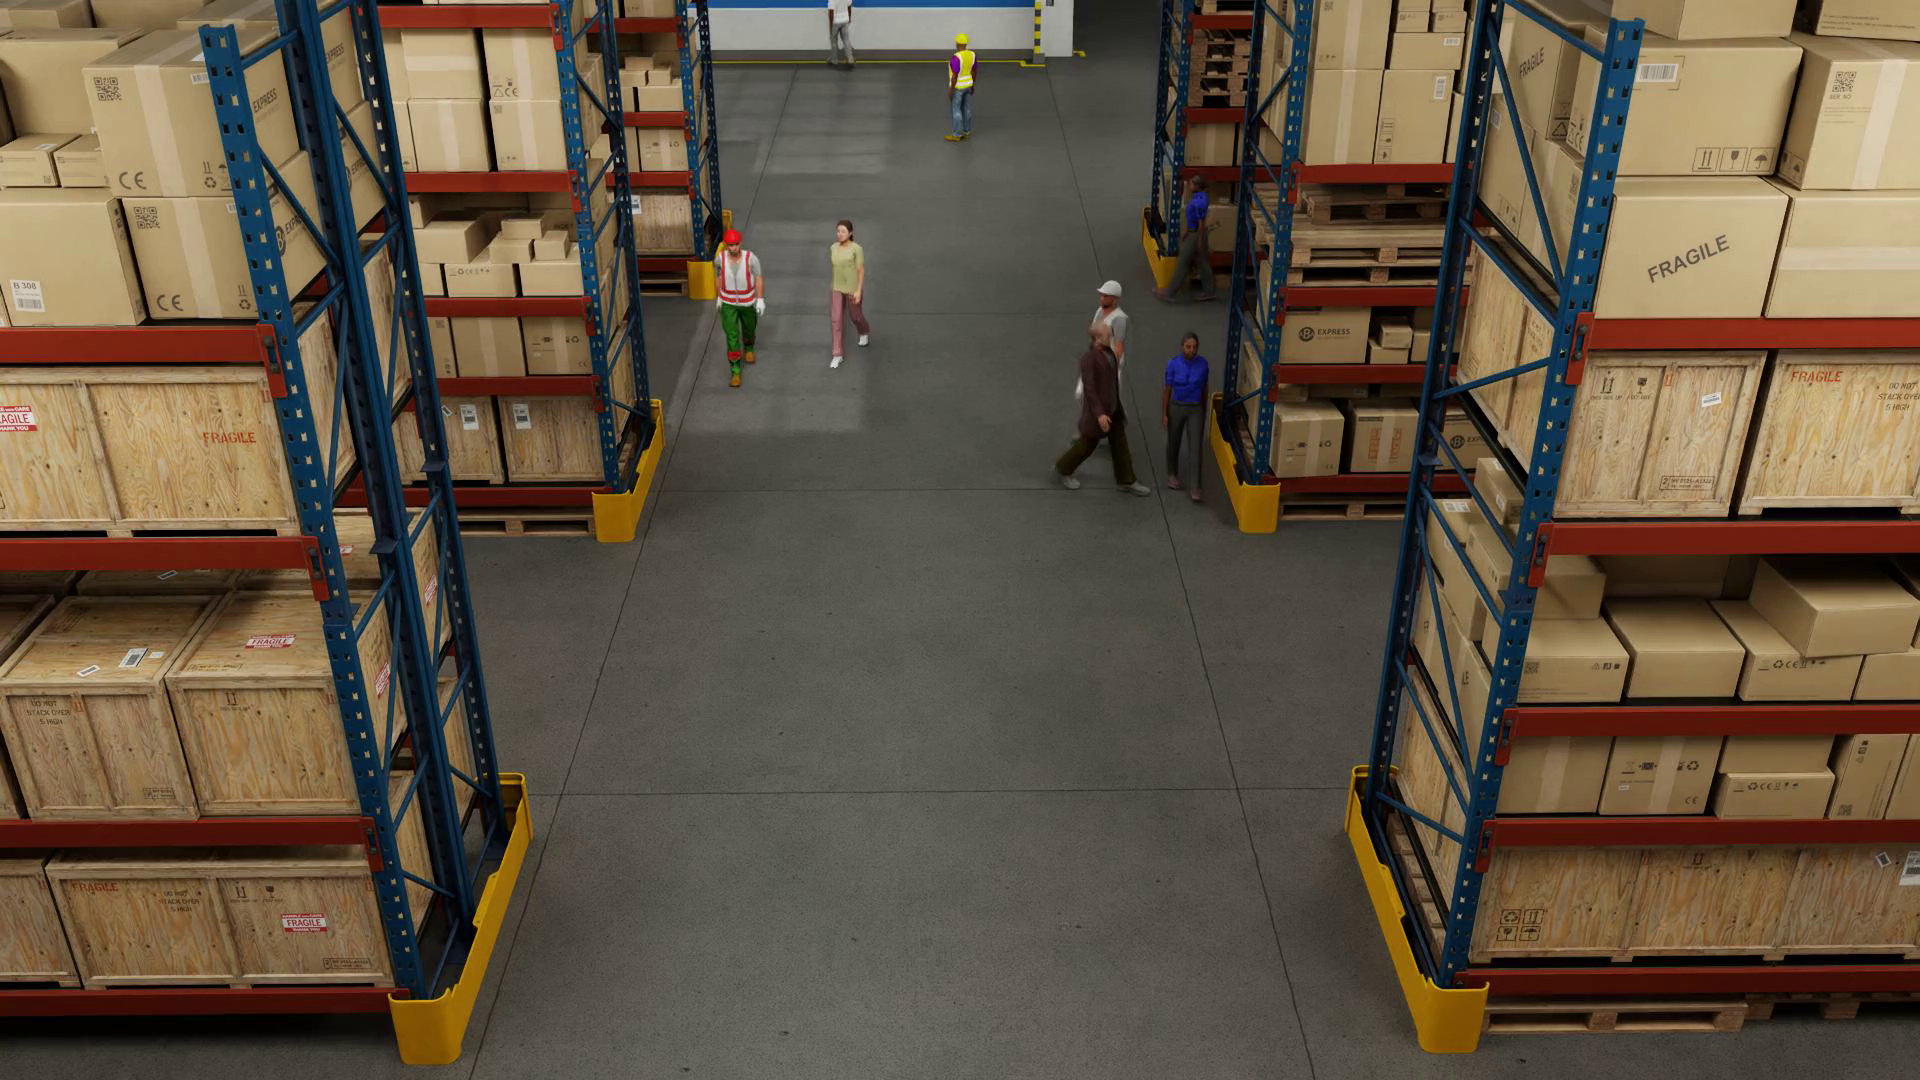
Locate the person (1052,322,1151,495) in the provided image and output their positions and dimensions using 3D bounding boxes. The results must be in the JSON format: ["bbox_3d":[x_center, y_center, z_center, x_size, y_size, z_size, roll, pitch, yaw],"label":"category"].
[{"bbox_3d":[1.404,-1.286,16.292,1.005,1.749,0.582,17,33,29],"label":"person"}]

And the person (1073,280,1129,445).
[{"bbox_3d":[1.474,-1.823,17.217,0.481,1.785,0.601,-14,31,-25],"label":"person"}]

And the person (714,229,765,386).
[{"bbox_3d":[-2.507,-2.730,18.985,0.548,1.767,0.936,-4,29,-8],"label":"person"}]

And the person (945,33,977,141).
[{"bbox_3d":[-0.004,-7.690,28.211,0.412,1.770,0.558,23,36,36],"label":"person"}]

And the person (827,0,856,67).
[{"bbox_3d":[-2.388,-10.332,33.134,0.626,1.737,0.911,-16,32,-27],"label":"person"}]

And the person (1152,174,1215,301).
[{"bbox_3d":[2.905,-3.850,21.184,0.789,1.626,0.493,7,29,12],"label":"person"}]

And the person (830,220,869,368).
[{"bbox_3d":[-1.316,-2.938,19.491,0.441,1.650,0.947,7,29,13],"label":"person"}]

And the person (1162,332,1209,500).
[{"bbox_3d":[2.211,-1.198,16.240,0.461,1.648,0.717,-1,28,-1],"label":"person"}]
